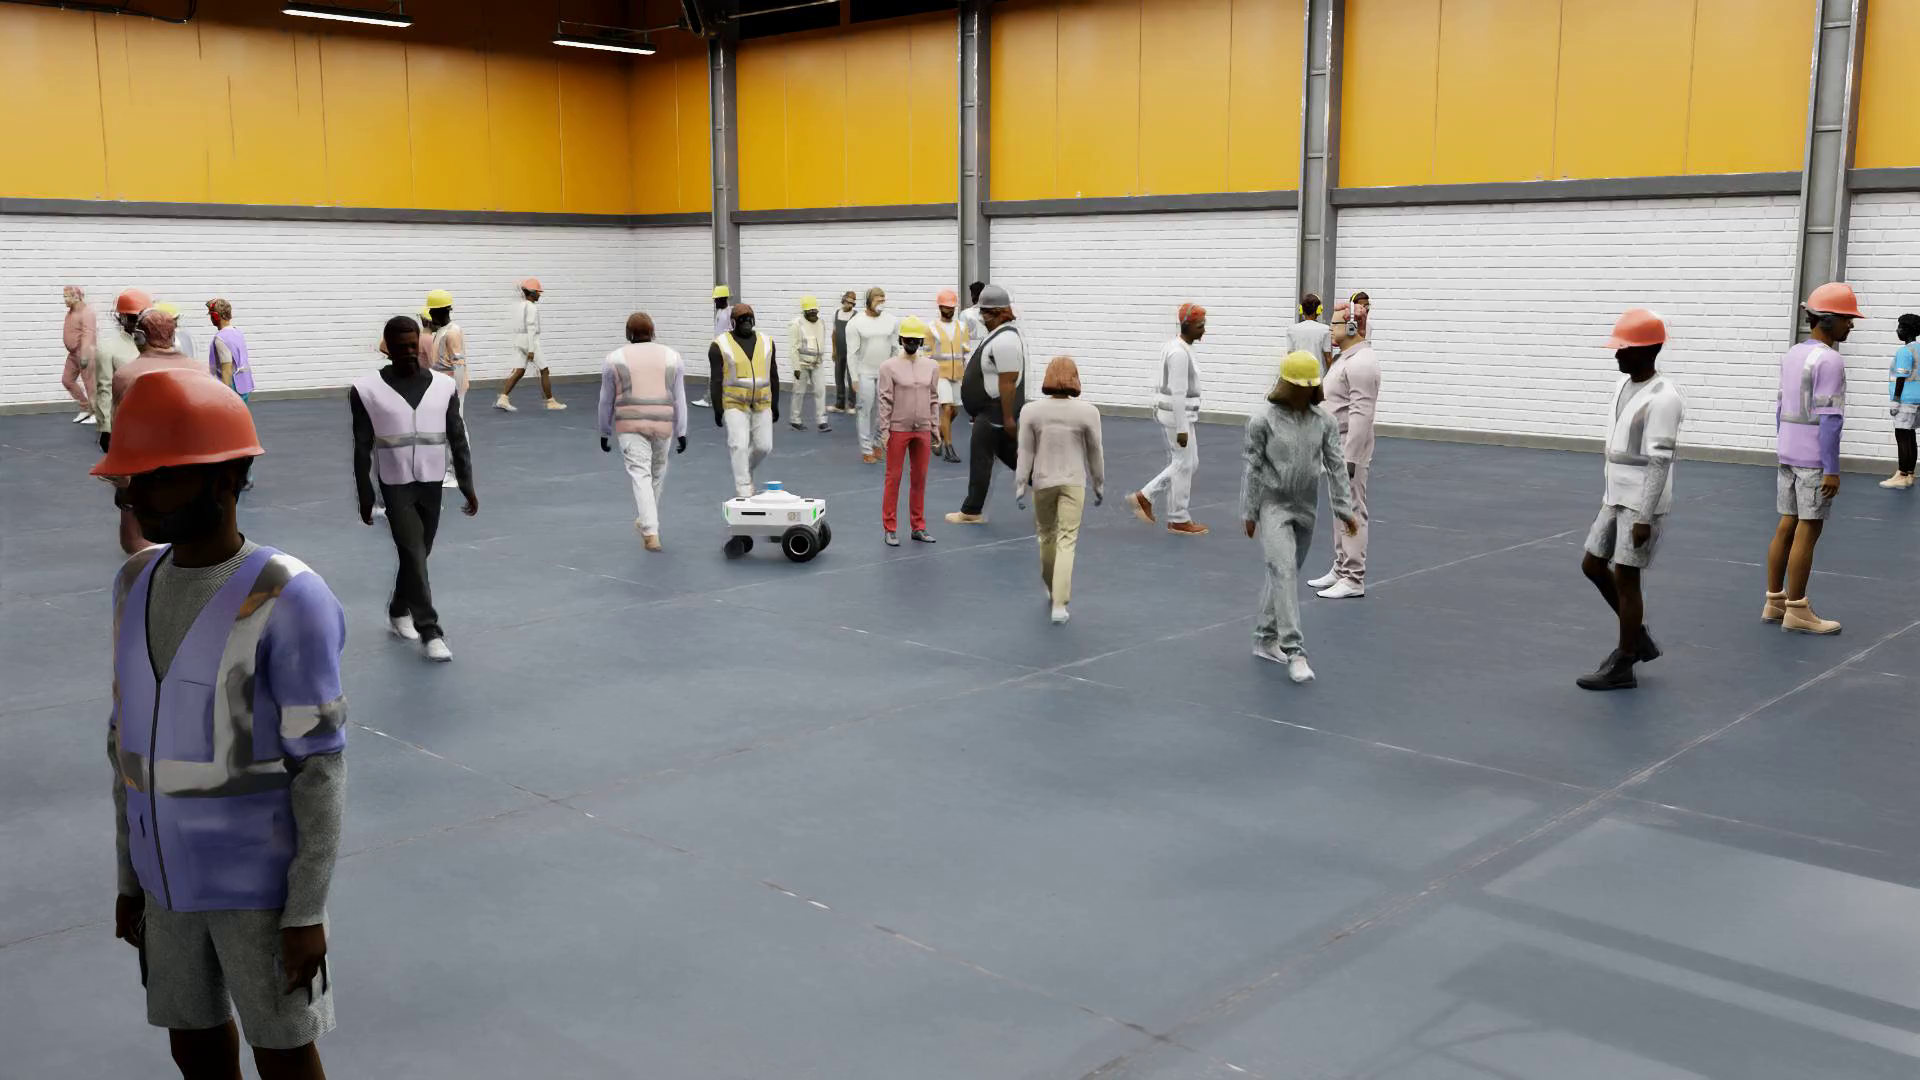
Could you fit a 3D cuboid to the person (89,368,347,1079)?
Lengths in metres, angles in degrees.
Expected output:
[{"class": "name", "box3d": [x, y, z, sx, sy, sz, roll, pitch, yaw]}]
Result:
[{"class": "person", "box3d": [-1.426, 0.640, 3.201, 0.543, 1.939, 0.355, 4, 10, 22]}]

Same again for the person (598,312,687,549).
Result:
[{"class": "person", "box3d": [-2.445, -0.847, 12.788, 0.639, 1.788, 0.988, -4, 10, -22]}]

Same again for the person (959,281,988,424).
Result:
[{"class": "person", "box3d": [0.257, -2.533, 22.605, 0.643, 1.951, 0.423, -4, 10, -25]}]

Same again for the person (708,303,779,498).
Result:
[{"class": "person", "box3d": [-1.932, -1.205, 14.862, 0.640, 1.822, 0.589, -5, 10, -26]}]

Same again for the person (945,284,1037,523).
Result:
[{"class": "person", "box3d": [0.387, -1.146, 13.838, 0.940, 2.000, 0.692, 0, 9, 3]}]

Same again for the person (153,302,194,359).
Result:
[{"class": "person", "box3d": [-7.945, -1.535, 17.001, 0.848, 1.797, 0.594, -1, 9, -4]}]

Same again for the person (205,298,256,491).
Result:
[{"class": "person", "box3d": [-6.938, -1.374, 15.851, 0.397, 1.840, 0.564, -1, 9, -9]}]

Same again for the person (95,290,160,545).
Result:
[{"class": "person", "box3d": [-5.935, -0.847, 12.257, 0.871, 1.963, 0.617, 3, 10, 20]}]

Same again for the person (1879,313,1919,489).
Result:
[{"class": "person", "box3d": [9.162, -1.342, 16.106, 0.320, 1.692, 0.531, 9, 13, 43]}]

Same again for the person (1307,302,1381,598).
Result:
[{"class": "person", "box3d": [2.484, -0.580, 10.776, 0.410, 1.909, 0.643, 1, 9, 4]}]

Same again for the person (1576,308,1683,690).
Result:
[{"class": "person", "box3d": [3.363, -0.200, 8.373, 0.416, 1.928, 0.595, -1, 9, -3]}]

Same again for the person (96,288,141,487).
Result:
[{"class": "person", "box3d": [-7.860, -1.444, 15.985, 1.046, 1.925, 0.602, 3, 10, 16]}]

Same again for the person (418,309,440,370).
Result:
[{"class": "person", "box3d": [-5.668, -1.609, 17.572, 0.532, 1.739, 0.533, -7, 11, -36]}]

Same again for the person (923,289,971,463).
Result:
[{"class": "person", "box3d": [-0.163, -1.838, 18.508, 0.552, 1.910, 0.867, -4, 10, -25]}]

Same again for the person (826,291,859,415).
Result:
[{"class": "person", "box3d": [-1.697, -2.718, 24.218, 0.688, 1.801, 0.429, 6, 11, 31]}]

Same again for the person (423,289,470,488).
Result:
[{"class": "person", "box3d": [-4.974, -1.465, 16.158, 0.383, 1.922, 0.587, -5, 11, -28]}]

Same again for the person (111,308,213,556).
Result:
[{"class": "person", "box3d": [-4.555, -0.373, 9.534, 0.433, 1.895, 0.670, 5, 11, 28]}]

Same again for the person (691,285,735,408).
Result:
[{"class": "person", "box3d": [-3.579, -2.939, 25.373, 1.020, 1.863, 0.593, -6, 11, -32]}]

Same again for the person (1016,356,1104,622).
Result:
[{"class": "person", "box3d": [0.622, -0.328, 10.214, 0.525, 1.584, 0.870, 2, 10, 14]}]

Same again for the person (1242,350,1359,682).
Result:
[{"class": "person", "box3d": [1.766, -0.130, 8.630, 0.514, 1.687, 0.859, -3, 10, -17]}]

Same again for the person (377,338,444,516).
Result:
[{"class": "person", "box3d": [-4.740, -1.000, 14.268, 0.654, 1.612, 0.513, -1, 9, -5]}]

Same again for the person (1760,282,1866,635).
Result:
[{"class": "person", "box3d": [4.996, -0.474, 9.717, 0.393, 2.039, 0.613, 1, 9, 4]}]

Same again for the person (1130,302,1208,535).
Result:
[{"class": "person", "box3d": [1.678, -0.950, 13.164, 0.546, 1.864, 0.608, 2, 10, 14]}]

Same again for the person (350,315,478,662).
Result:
[{"class": "person", "box3d": [-3.050, -0.310, 9.261, 0.611, 1.877, 0.993, -8, 12, -39]}]

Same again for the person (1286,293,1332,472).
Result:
[{"class": "person", "box3d": [3.640, -1.627, 17.316, 0.510, 1.870, 0.328, 4, 10, 25]}]

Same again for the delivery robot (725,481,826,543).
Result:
[{"class": "delivery robot", "box3d": [-1.359, -0.187, 12.216, 0.707, 0.478, 0.477, 1, 9, 7]}]

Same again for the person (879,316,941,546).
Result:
[{"class": "person", "box3d": [-0.376, -0.836, 12.784, 0.528, 1.765, 0.328, -5, 11, -29]}]

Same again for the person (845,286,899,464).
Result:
[{"class": "person", "box3d": [-0.933, -1.779, 18.047, 0.639, 1.926, 0.457, -3, 10, -20]}]

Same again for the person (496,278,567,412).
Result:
[{"class": "person", "box3d": [-6.447, -2.890, 24.732, 1.052, 1.990, 0.612, -7, 11, -36]}]

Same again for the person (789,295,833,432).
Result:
[{"class": "person", "box3d": [-1.939, -2.266, 21.481, 0.616, 1.780, 0.822, -8, 12, -39]}]

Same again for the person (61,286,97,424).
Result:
[{"class": "person", "box3d": [-12.036, -2.526, 22.762, 0.678, 1.886, 0.465, 8, 12, 40]}]

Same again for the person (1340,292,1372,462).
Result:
[{"class": "person", "box3d": [4.342, -1.778, 18.230, 0.518, 1.874, 0.330, -7, 11, -35]}]
